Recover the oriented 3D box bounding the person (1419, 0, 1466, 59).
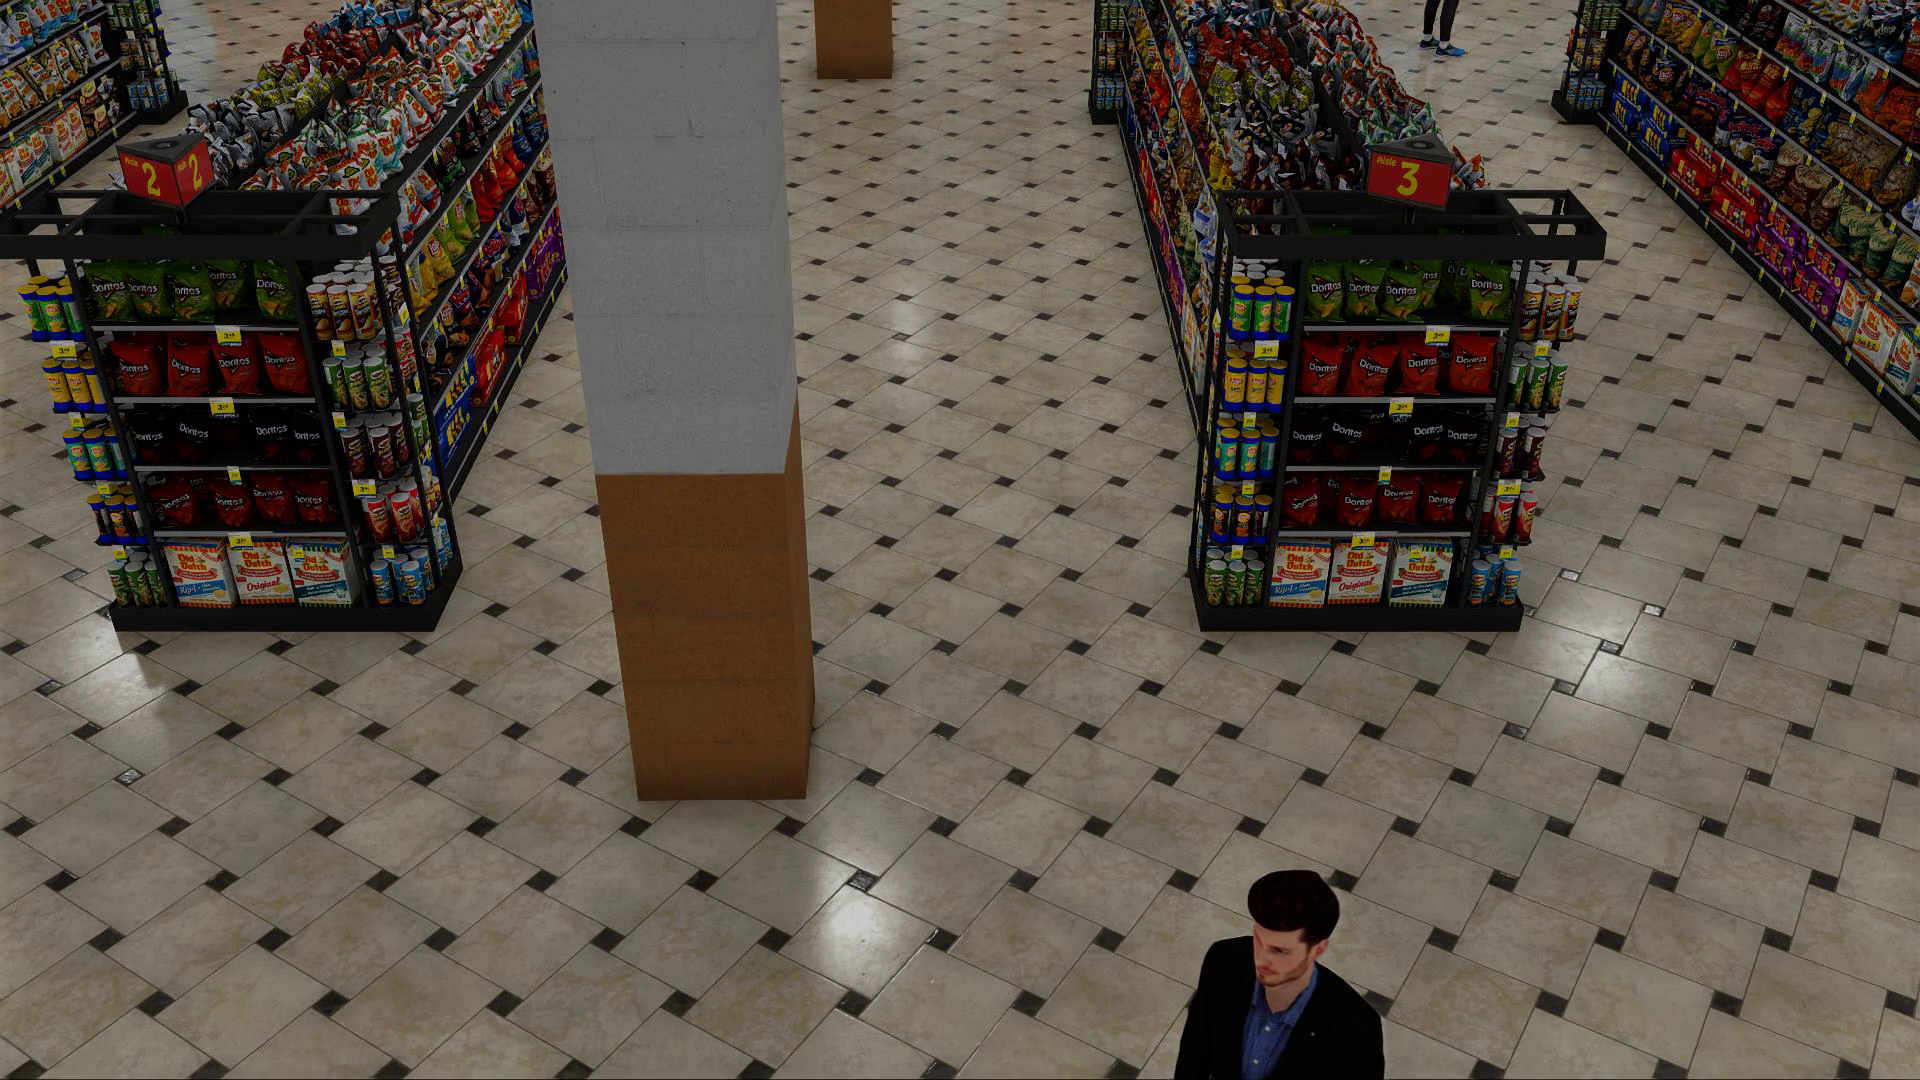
[{"bbox_3d":[4.679,-5.567,15.838,0.816,1.830,0.637,-10,33,-16],"label":"person"}]

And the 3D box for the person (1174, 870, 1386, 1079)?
[{"bbox_3d":[0.790,1.573,4.311,0.790,1.886,0.822,22,38,31],"label":"person"}]
